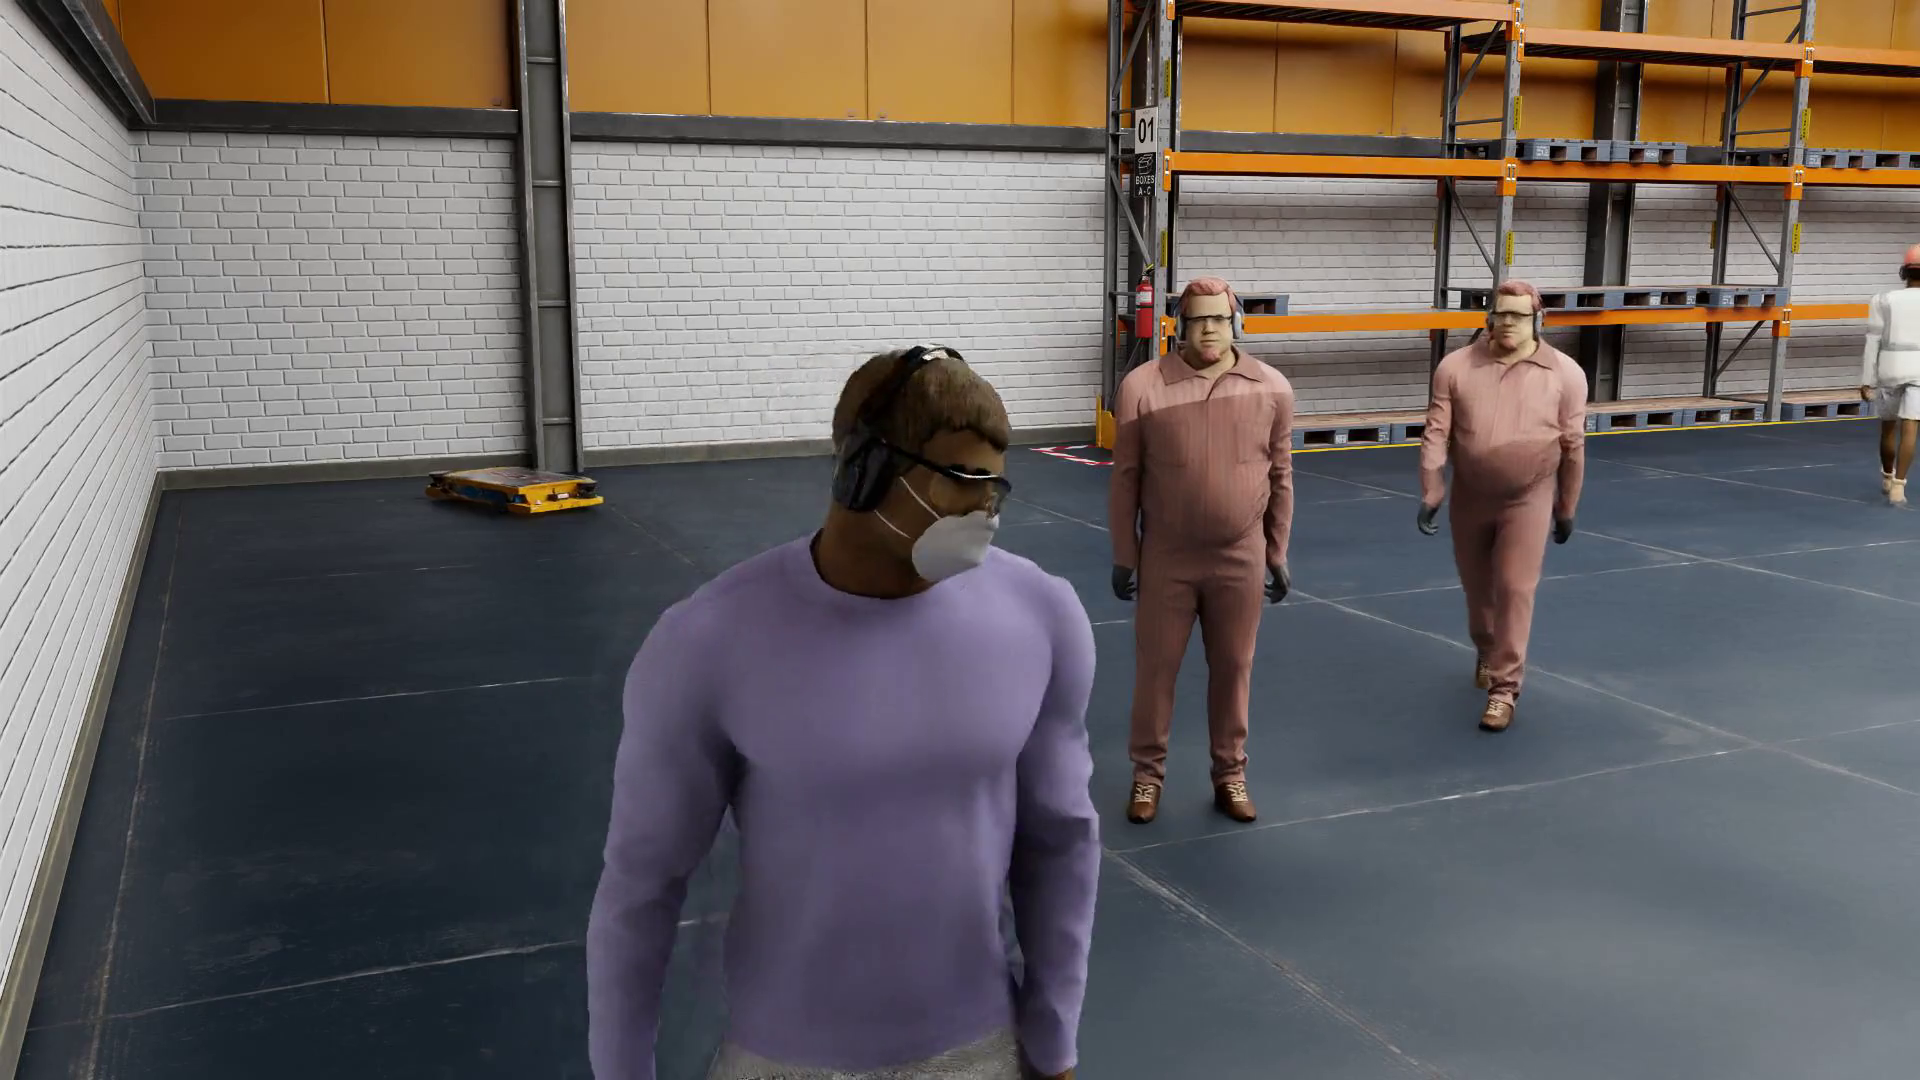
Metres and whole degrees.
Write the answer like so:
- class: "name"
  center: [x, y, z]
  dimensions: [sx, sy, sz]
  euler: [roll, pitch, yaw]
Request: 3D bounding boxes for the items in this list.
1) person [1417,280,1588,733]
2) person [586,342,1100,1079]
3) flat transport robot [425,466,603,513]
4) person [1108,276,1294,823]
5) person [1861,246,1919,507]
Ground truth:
- class: "person"
  center: [2.343, -0.186, 7.202]
  dimensions: [0.642, 1.870, 0.955]
  euler: [6, 12, 29]
- class: "person"
  center: [-0.228, 0.693, 2.227]
  dimensions: [0.867, 1.907, 0.373]
  euler: [-4, 11, -20]
- class: "flat transport robot"
  center: [-3.450, -0.399, 12.816]
  dimensions: [1.431, 0.197, 0.652]
  euler: [9, 14, 41]
- class: "person"
  center: [0.841, 0.045, 5.782]
  dimensions: [0.652, 1.906, 0.403]
  euler: [0, 10, -1]
- class: "person"
  center: [7.406, -1.283, 12.968]
  dimensions: [0.632, 1.981, 1.058]
  euler: [7, 13, 36]
